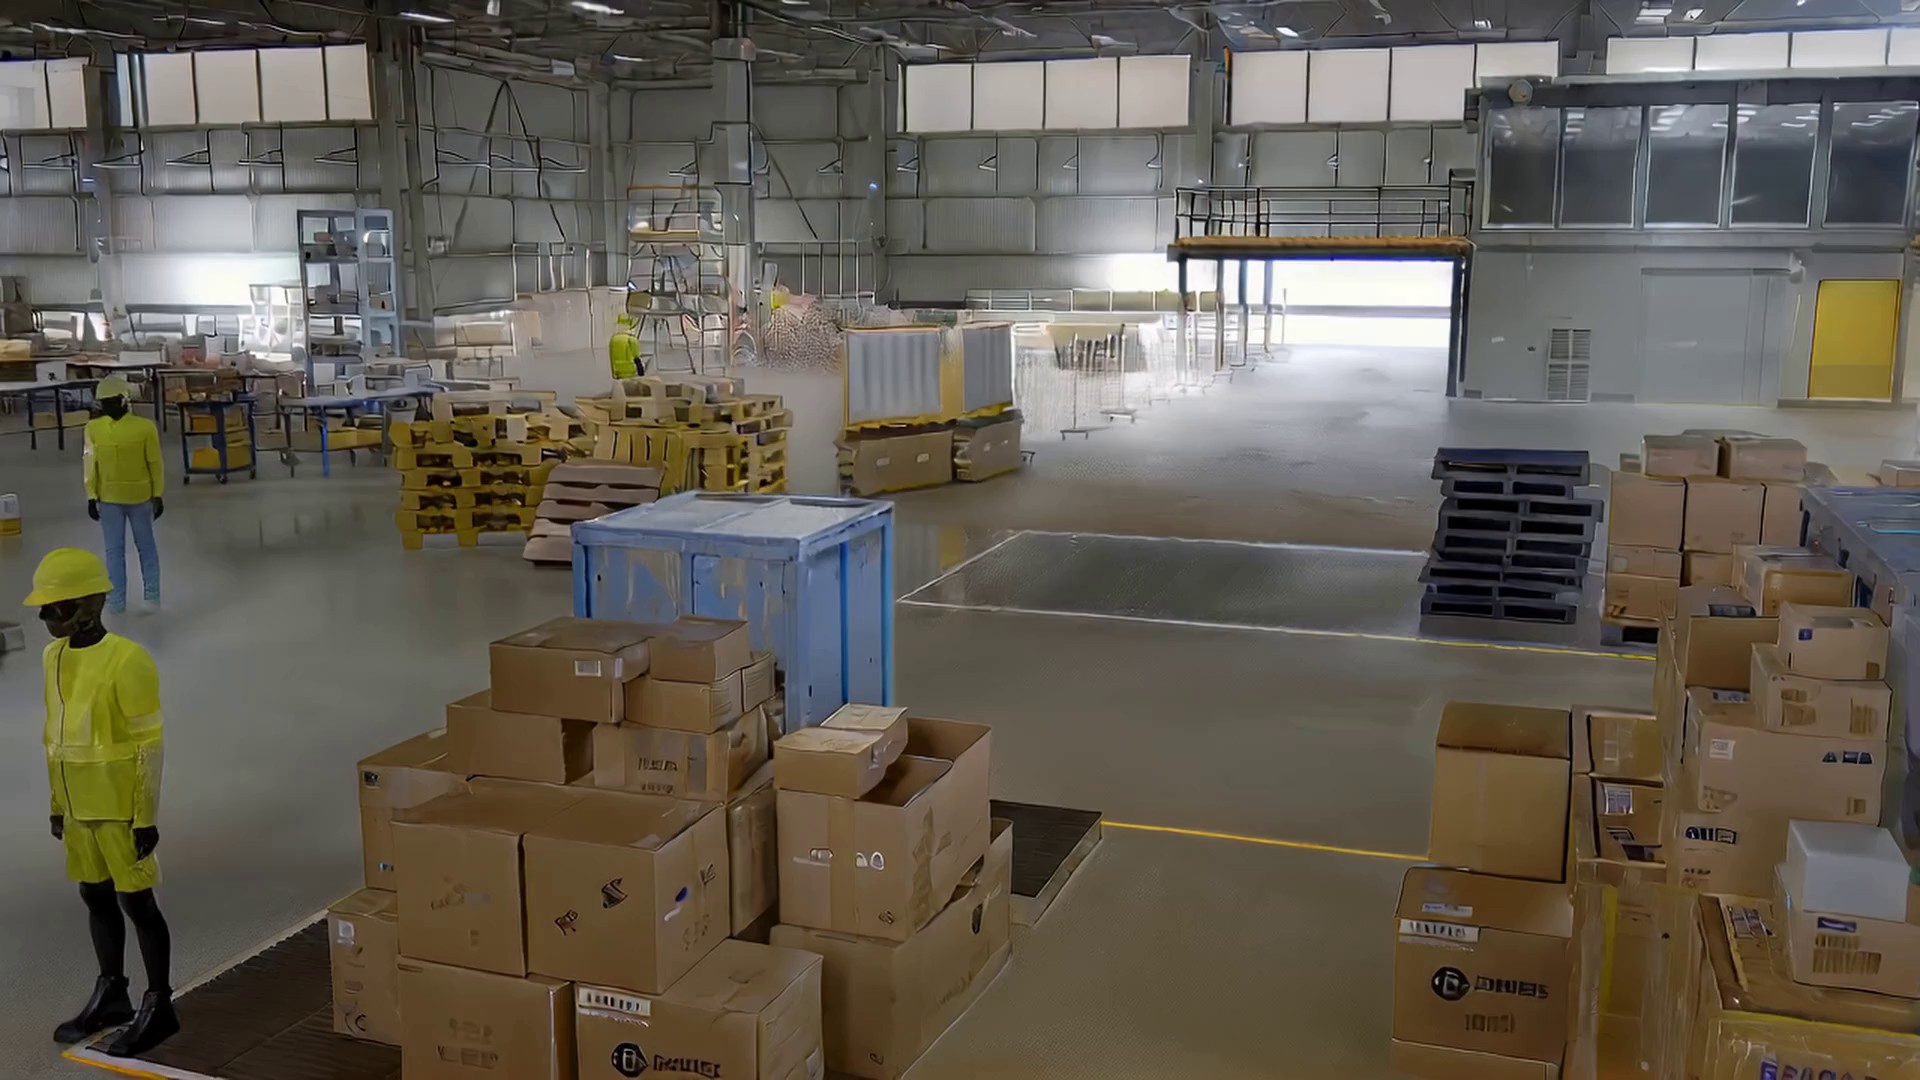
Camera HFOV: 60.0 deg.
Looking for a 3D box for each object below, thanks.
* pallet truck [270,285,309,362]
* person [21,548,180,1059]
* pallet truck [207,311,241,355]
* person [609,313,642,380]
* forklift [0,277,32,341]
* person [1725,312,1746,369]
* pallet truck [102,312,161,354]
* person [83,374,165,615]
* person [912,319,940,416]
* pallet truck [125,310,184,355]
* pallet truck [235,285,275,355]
[{"bbox_3d":[-17.147,-5.700,43.663,0.823,1.965,1.885,3,11,17],"label":"pallet truck"},{"bbox_3d":[-3.222,0.981,6.208,0.551,1.934,0.373,5,11,26],"label":"person"},{"bbox_3d":[-19.537,-5.575,44.913,0.653,1.274,1.630,3,11,19],"label":"pallet truck"},{"bbox_3d":[-5.352,-2.674,26.789,0.552,1.937,0.356,4,11,20],"label":"person"},{"bbox_3d":[-27.151,-6.329,46.328,1.157,1.987,2.680,3,11,17],"label":"forklift"},{"bbox_3d":[18.261,-4.719,39.165,0.497,1.626,0.288,6,12,32],"label":"person"},{"bbox_3d":[-23.057,-5.777,46.261,0.680,1.201,1.601,3,11,19],"label":"pallet truck"},{"bbox_3d":[-6.843,-0.363,13.612,0.623,1.992,0.397,-1,10,-4],"label":"person"},{"bbox_3d":[-0.574,-3.108,29.853,0.494,1.717,0.756,2,10,11],"label":"person"},{"bbox_3d":[-22.038,-5.665,45.457,0.704,1.261,1.522,3,11,17],"label":"pallet truck"},{"bbox_3d":[-18.327,-5.835,44.421,0.823,1.965,1.885,4,11,23],"label":"pallet truck"}]
